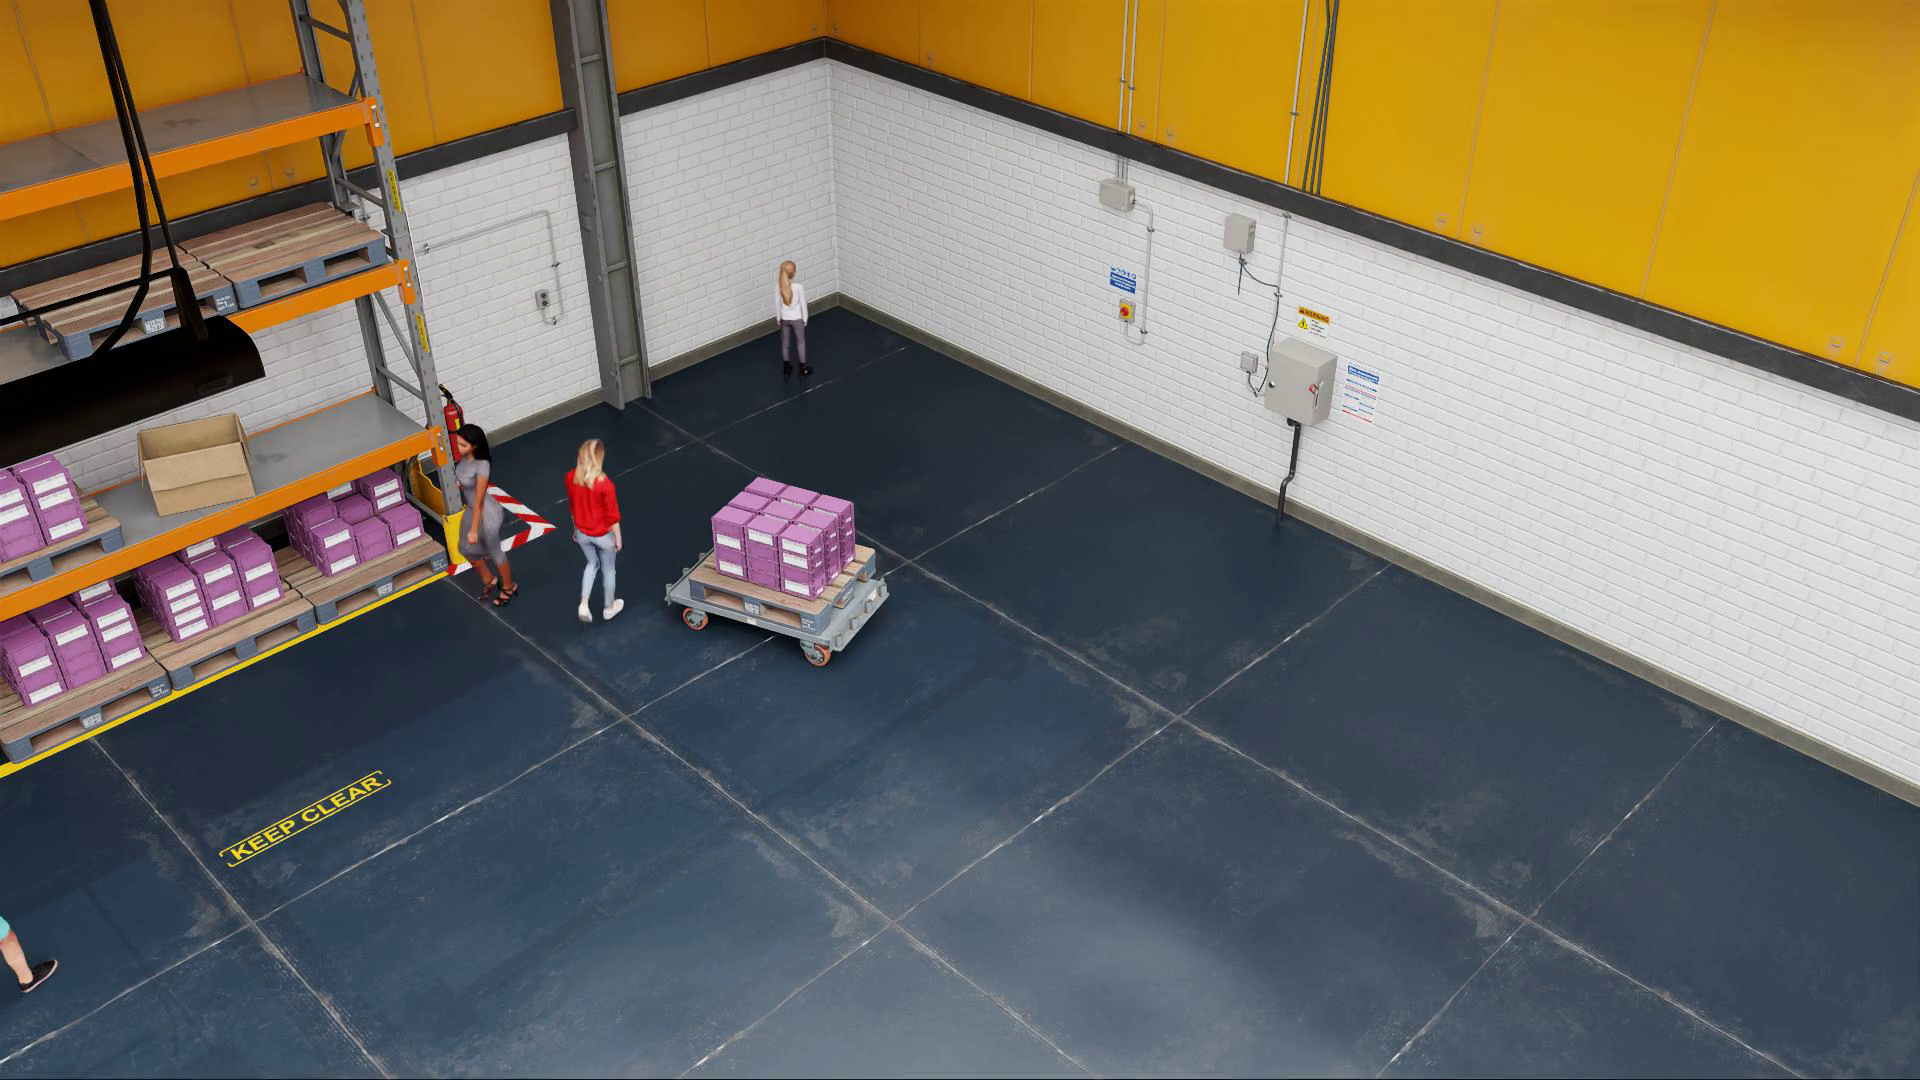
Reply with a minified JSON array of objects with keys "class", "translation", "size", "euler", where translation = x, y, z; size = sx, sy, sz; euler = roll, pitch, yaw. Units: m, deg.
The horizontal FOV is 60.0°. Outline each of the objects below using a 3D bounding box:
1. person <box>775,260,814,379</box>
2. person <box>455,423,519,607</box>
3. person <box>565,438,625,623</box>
[{"class":"person","translation":[-1.734,-2.273,17.089],"size":[0.572,1.279,0.612],"euler":[9,35,13]},{"class":"person","translation":[-3.776,-0.194,13.522],"size":[0.671,1.763,0.633],"euler":[-21,39,-28]},{"class":"person","translation":[-2.954,-0.003,13.306],"size":[0.809,1.686,0.915],"euler":[11,35,16]}]
